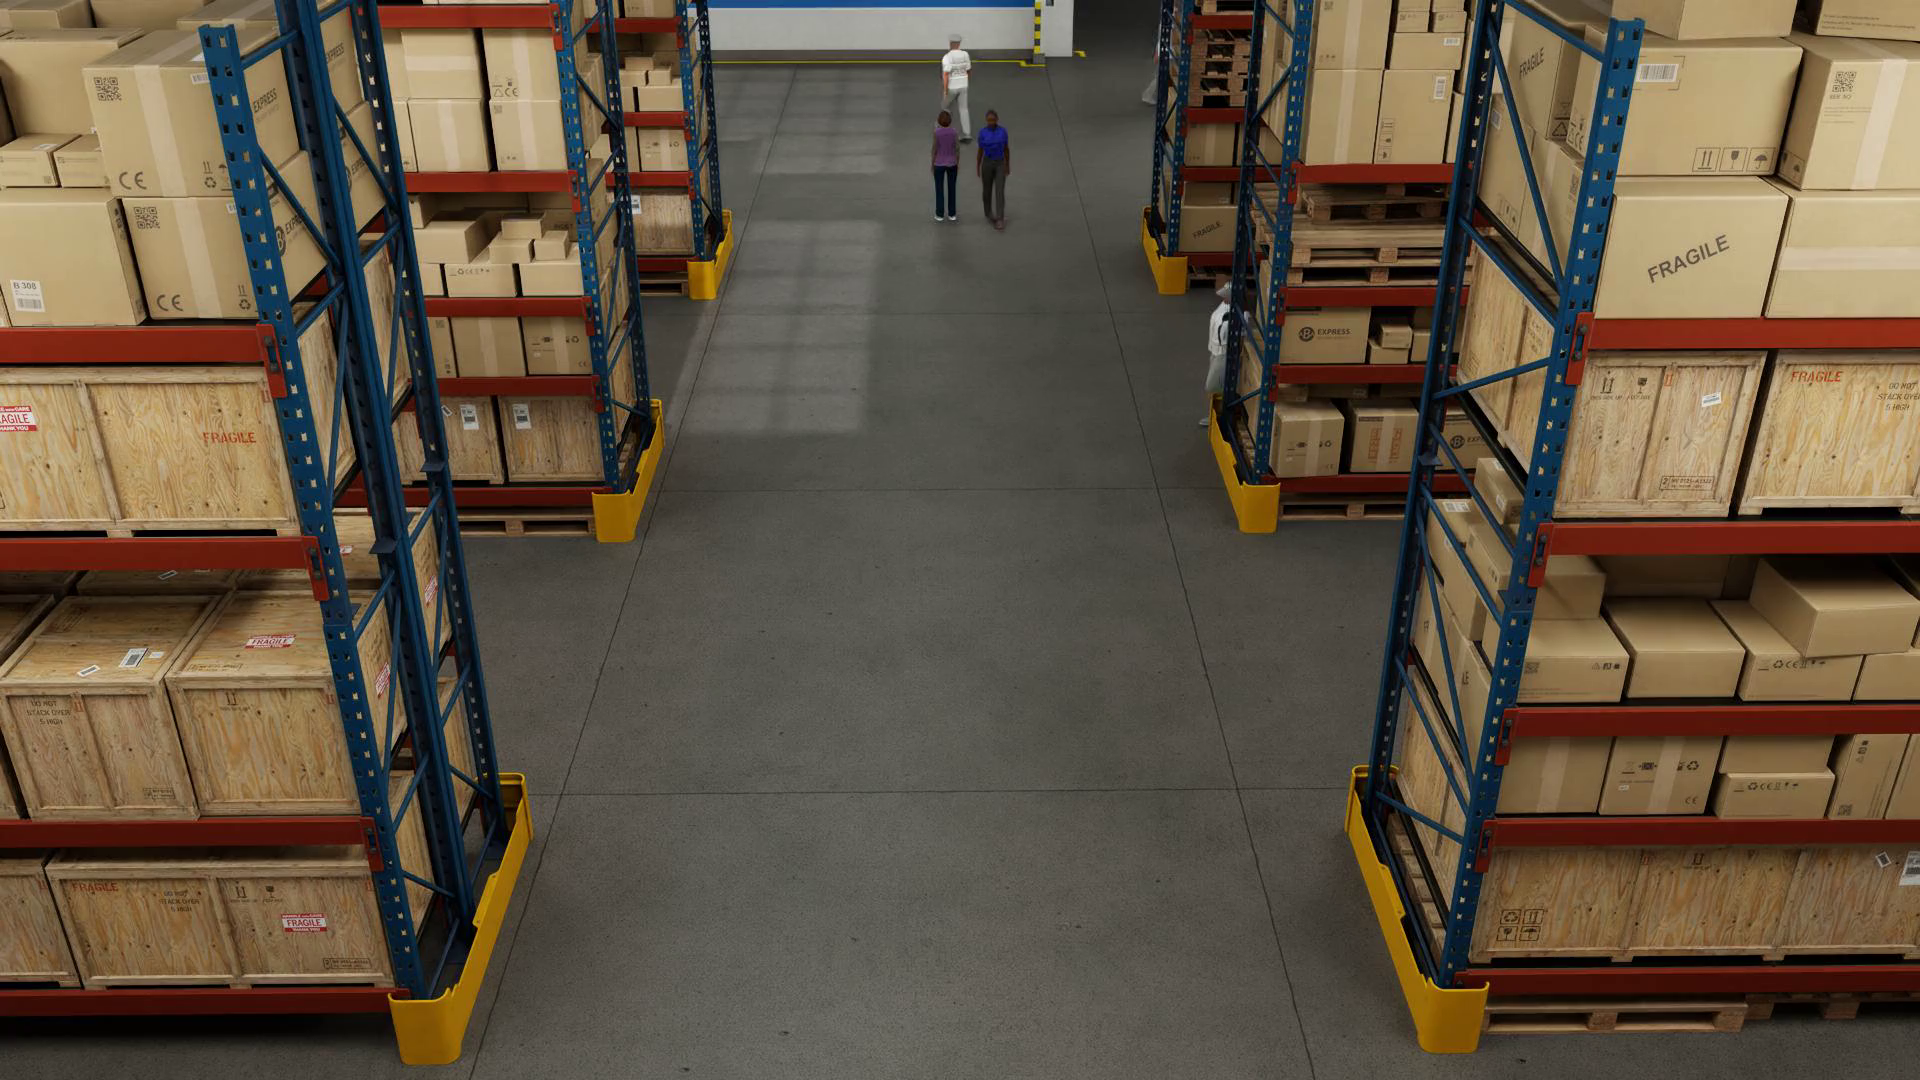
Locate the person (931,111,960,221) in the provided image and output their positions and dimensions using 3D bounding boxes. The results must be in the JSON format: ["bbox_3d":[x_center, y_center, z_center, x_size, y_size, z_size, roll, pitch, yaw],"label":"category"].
[{"bbox_3d":[-0.211,-5.440,24.155,0.422,1.601,0.311,-4,29,-8],"label":"person"}]

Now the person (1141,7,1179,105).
[{"bbox_3d":[3.821,-8.841,30.359,1.001,1.733,0.592,-4,28,-7],"label":"person"}]

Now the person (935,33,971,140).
[{"bbox_3d":[-0.096,-7.730,28.288,0.589,1.736,1.008,-12,30,-21],"label":"person"}]

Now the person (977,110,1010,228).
[{"bbox_3d":[0.494,-5.371,24.031,0.479,1.657,0.713,-2,28,-3],"label":"person"}]

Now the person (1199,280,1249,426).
[{"bbox_3d":[2.789,-1.977,17.680,0.449,1.655,0.512,-6,29,-11],"label":"person"}]
